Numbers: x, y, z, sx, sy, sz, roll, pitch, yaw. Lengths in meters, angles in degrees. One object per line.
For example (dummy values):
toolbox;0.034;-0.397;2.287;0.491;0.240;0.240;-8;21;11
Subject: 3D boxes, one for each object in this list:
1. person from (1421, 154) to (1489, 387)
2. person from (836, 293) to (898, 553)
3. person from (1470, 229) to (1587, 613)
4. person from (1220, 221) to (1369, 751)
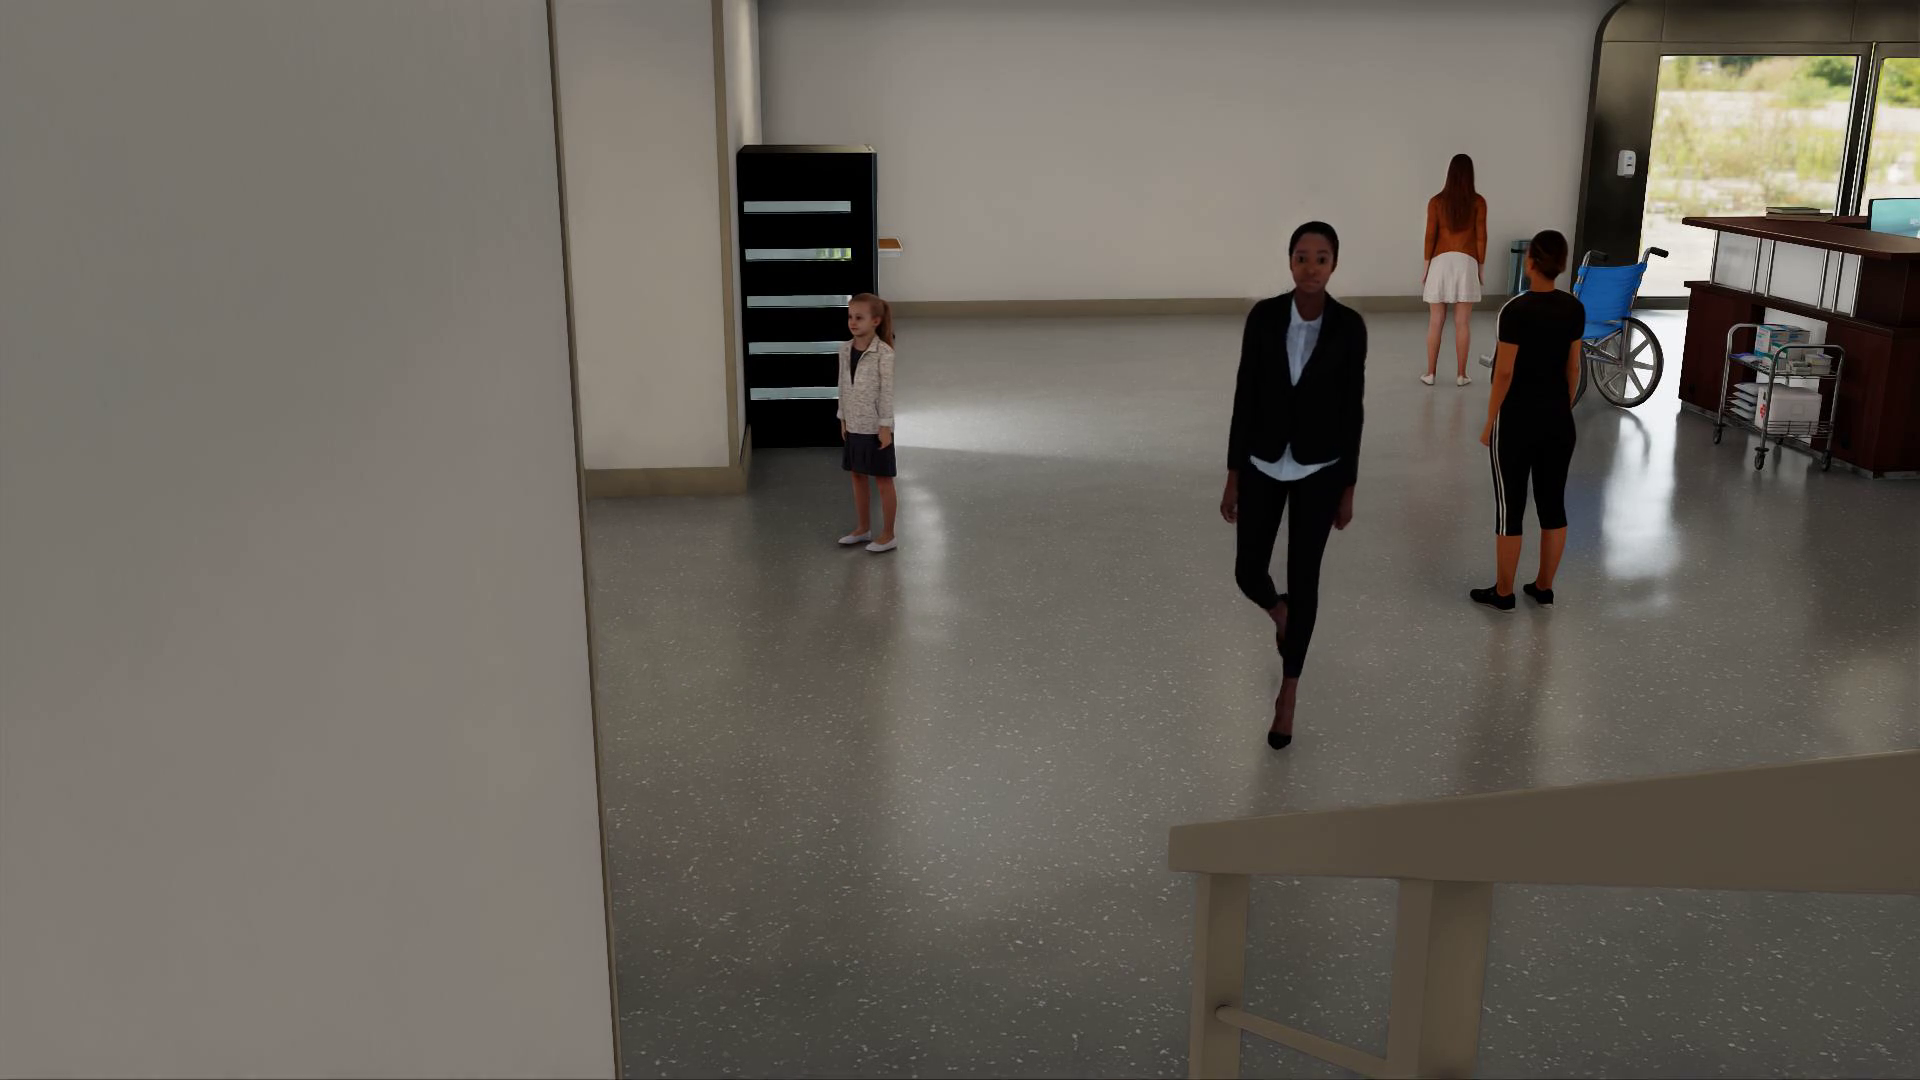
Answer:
person;3.716;-2.031;12.521;0.682;1.723;0.675;4;16;14
person;-0.443;-0.583;8.199;0.598;1.275;0.655;11;19;35
person;2.501;-0.516;7.252;0.620;1.667;0.589;-4;16;-15
person;1.169;-0.196;5.833;0.836;1.821;0.984;5;17;18
